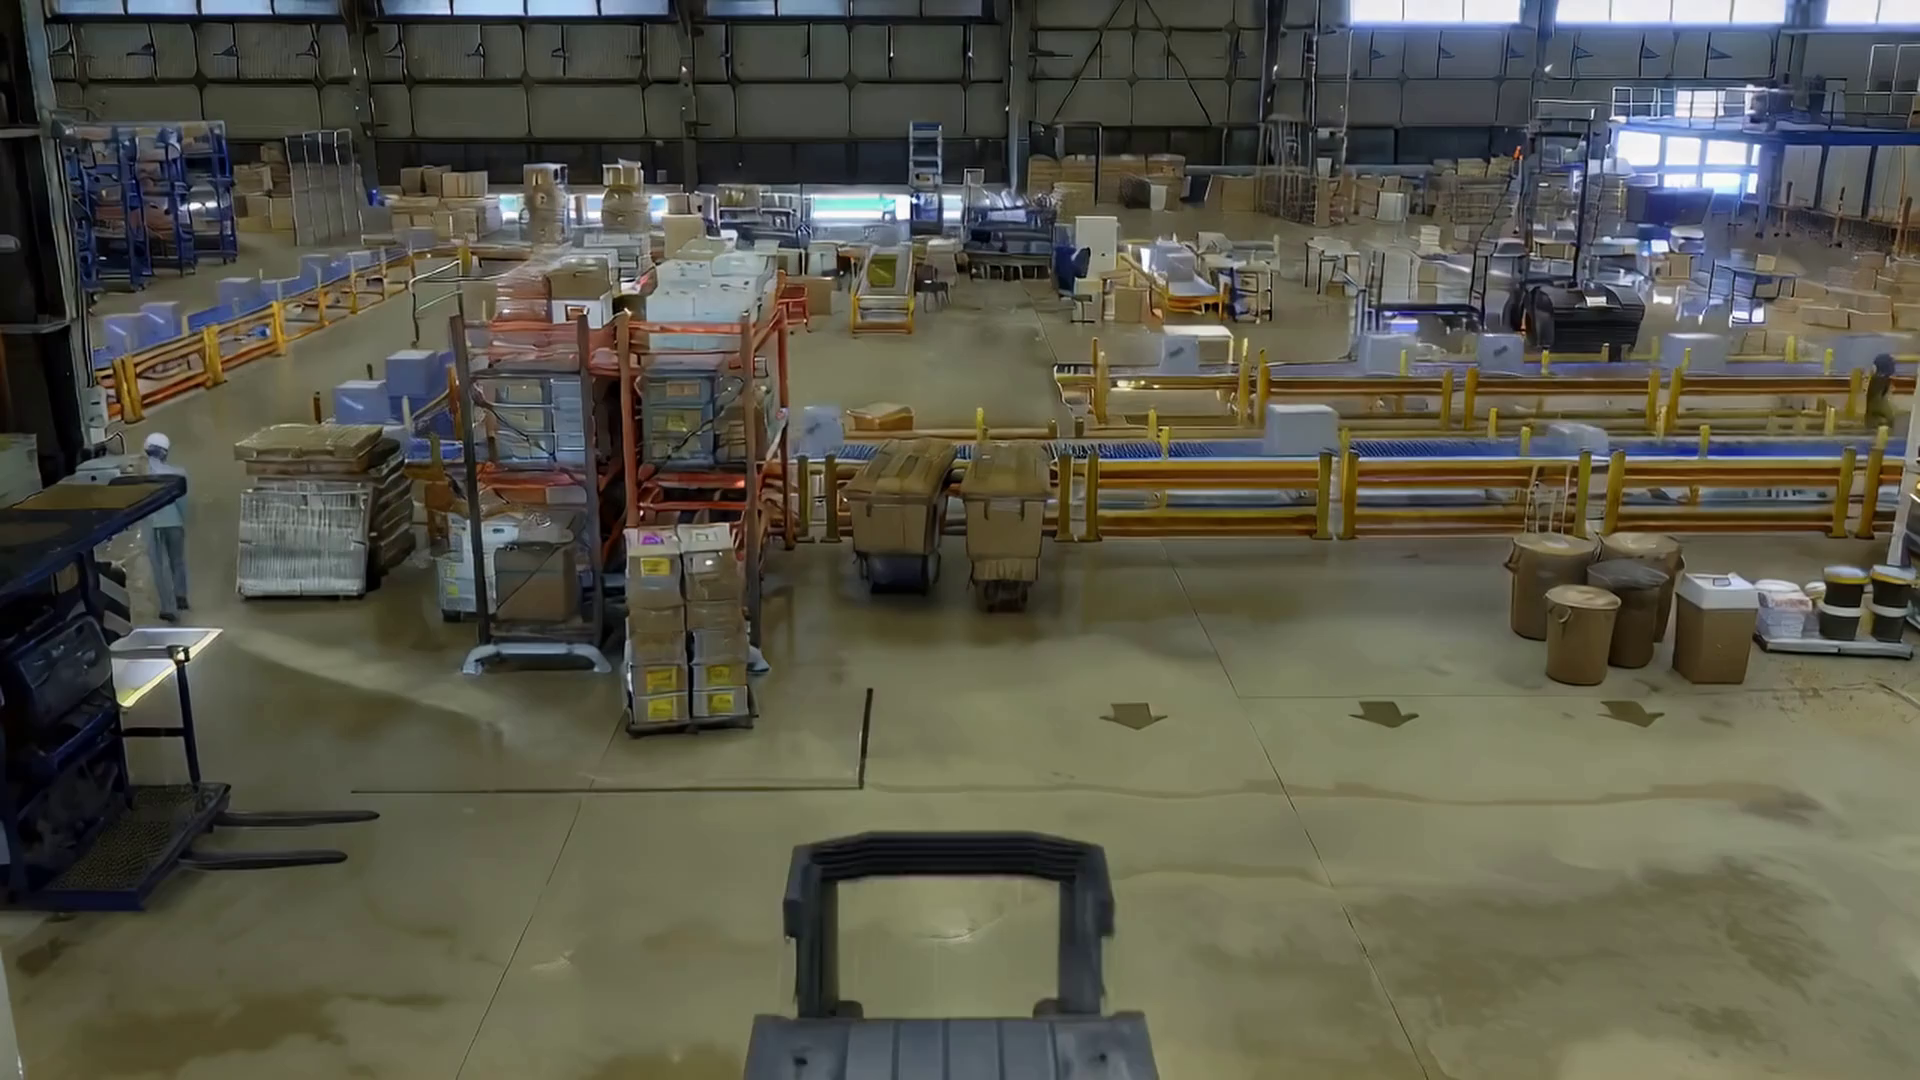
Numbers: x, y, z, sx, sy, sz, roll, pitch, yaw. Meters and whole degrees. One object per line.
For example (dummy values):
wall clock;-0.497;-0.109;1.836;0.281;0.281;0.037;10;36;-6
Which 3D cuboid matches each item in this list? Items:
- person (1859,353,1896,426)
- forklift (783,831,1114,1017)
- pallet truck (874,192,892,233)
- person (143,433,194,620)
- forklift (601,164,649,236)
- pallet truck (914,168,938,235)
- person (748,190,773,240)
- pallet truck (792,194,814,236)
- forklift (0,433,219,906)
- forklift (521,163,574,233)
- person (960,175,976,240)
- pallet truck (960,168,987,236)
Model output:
person;11.277;-1.499;20.517;0.345;1.618;0.533;0;16;0
forklift;-0.033;2.271;5.182;1.129;2.768;1.873;0;16;-1
pallet truck;-2.277;-9.986;50.594;0.653;1.274;1.630;0;16;-1
person;-7.459;-0.125;15.536;0.550;1.736;0.433;-13;20;-37
forklift;-9.948;-10.127;49.296;1.157;1.987;2.680;-1;16;-3
pallet truck;-0.989;-10.316;50.507;0.823;1.965;1.885;1;16;3
person;-4.888;-7.540;40.773;0.606;2.045;0.389;-1;16;-3
pallet truck;-4.814;-9.883;50.259;0.704;1.261;1.522;-1;16;-3
forklift;-5.952;0.780;10.366;1.873;2.768;1.129;0;16;-1
forklift;-12.233;-10.122;49.298;1.157;1.987;2.680;0;16;-1
person;0.233;-9.615;48.233;0.405;1.904;0.653;-11;19;-34
pallet truck;0.383;-10.230;50.206;0.823;1.965;1.885;-1;16;-3
